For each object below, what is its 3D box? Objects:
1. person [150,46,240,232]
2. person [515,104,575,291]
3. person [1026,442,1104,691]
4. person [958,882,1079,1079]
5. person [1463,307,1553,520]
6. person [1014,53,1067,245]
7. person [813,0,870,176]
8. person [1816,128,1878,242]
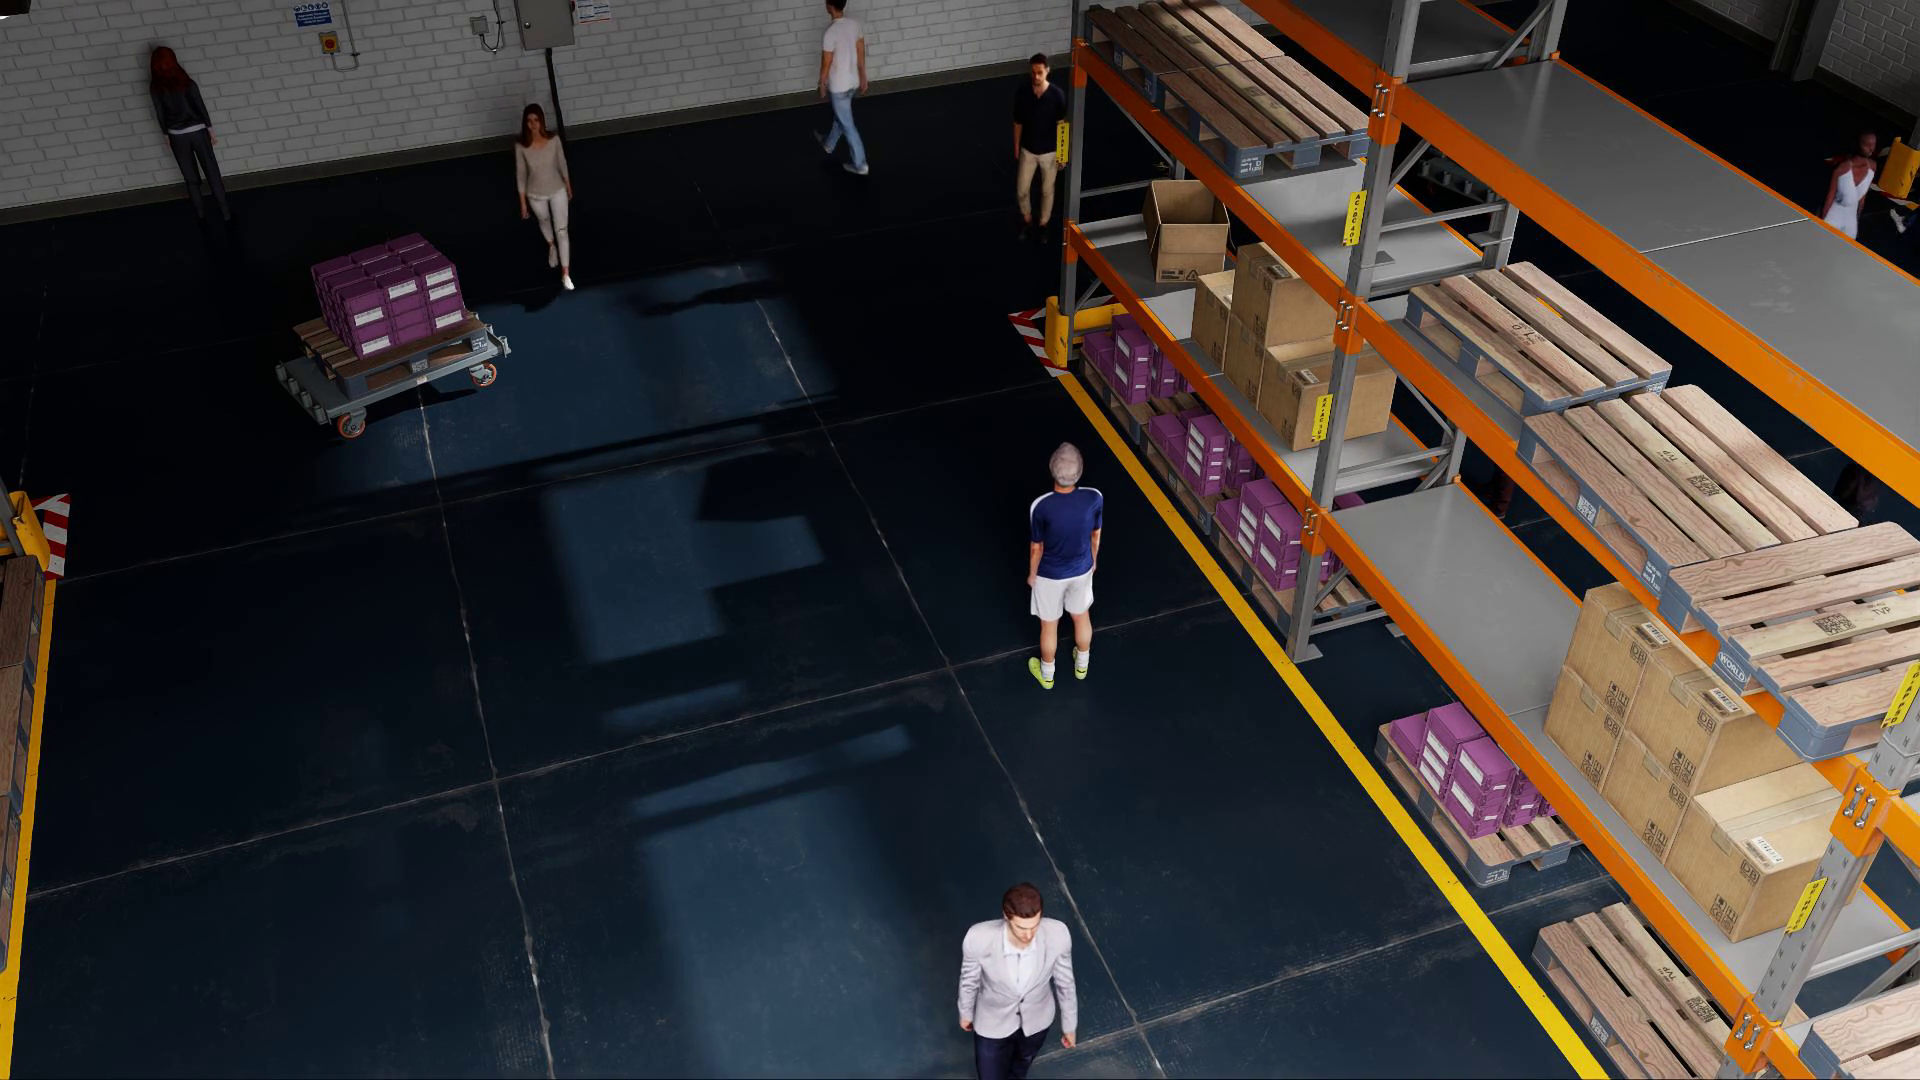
[{"bbox_3d":[-7.150,-3.725,15.436,0.605,1.780,0.520,-9,39,-11],"label":"person"},{"bbox_3d":[-3.674,-3.102,14.744,0.693,1.669,1.156,-9,39,-11],"label":"person"},{"bbox_3d":[0.656,0.175,10.506,0.637,1.838,0.554,-11,40,-13],"label":"person"},{"bbox_3d":[0.256,2.205,7.975,0.839,1.825,1.056,-4,39,-5],"label":"person"},{"bbox_3d":[3.989,-0.986,11.938,0.840,1.864,0.731,9,39,11],"label":"person"},{"bbox_3d":[0.749,-3.613,15.244,0.762,1.844,0.768,5,39,6],"label":"person"},{"bbox_3d":[-1.080,-4.457,16.317,1.202,1.824,1.055,25,45,28],"label":"person"},{"bbox_3d":[7.379,-2.693,14.151,0.637,1.771,0.806,-8,39,-9],"label":"person"}]
